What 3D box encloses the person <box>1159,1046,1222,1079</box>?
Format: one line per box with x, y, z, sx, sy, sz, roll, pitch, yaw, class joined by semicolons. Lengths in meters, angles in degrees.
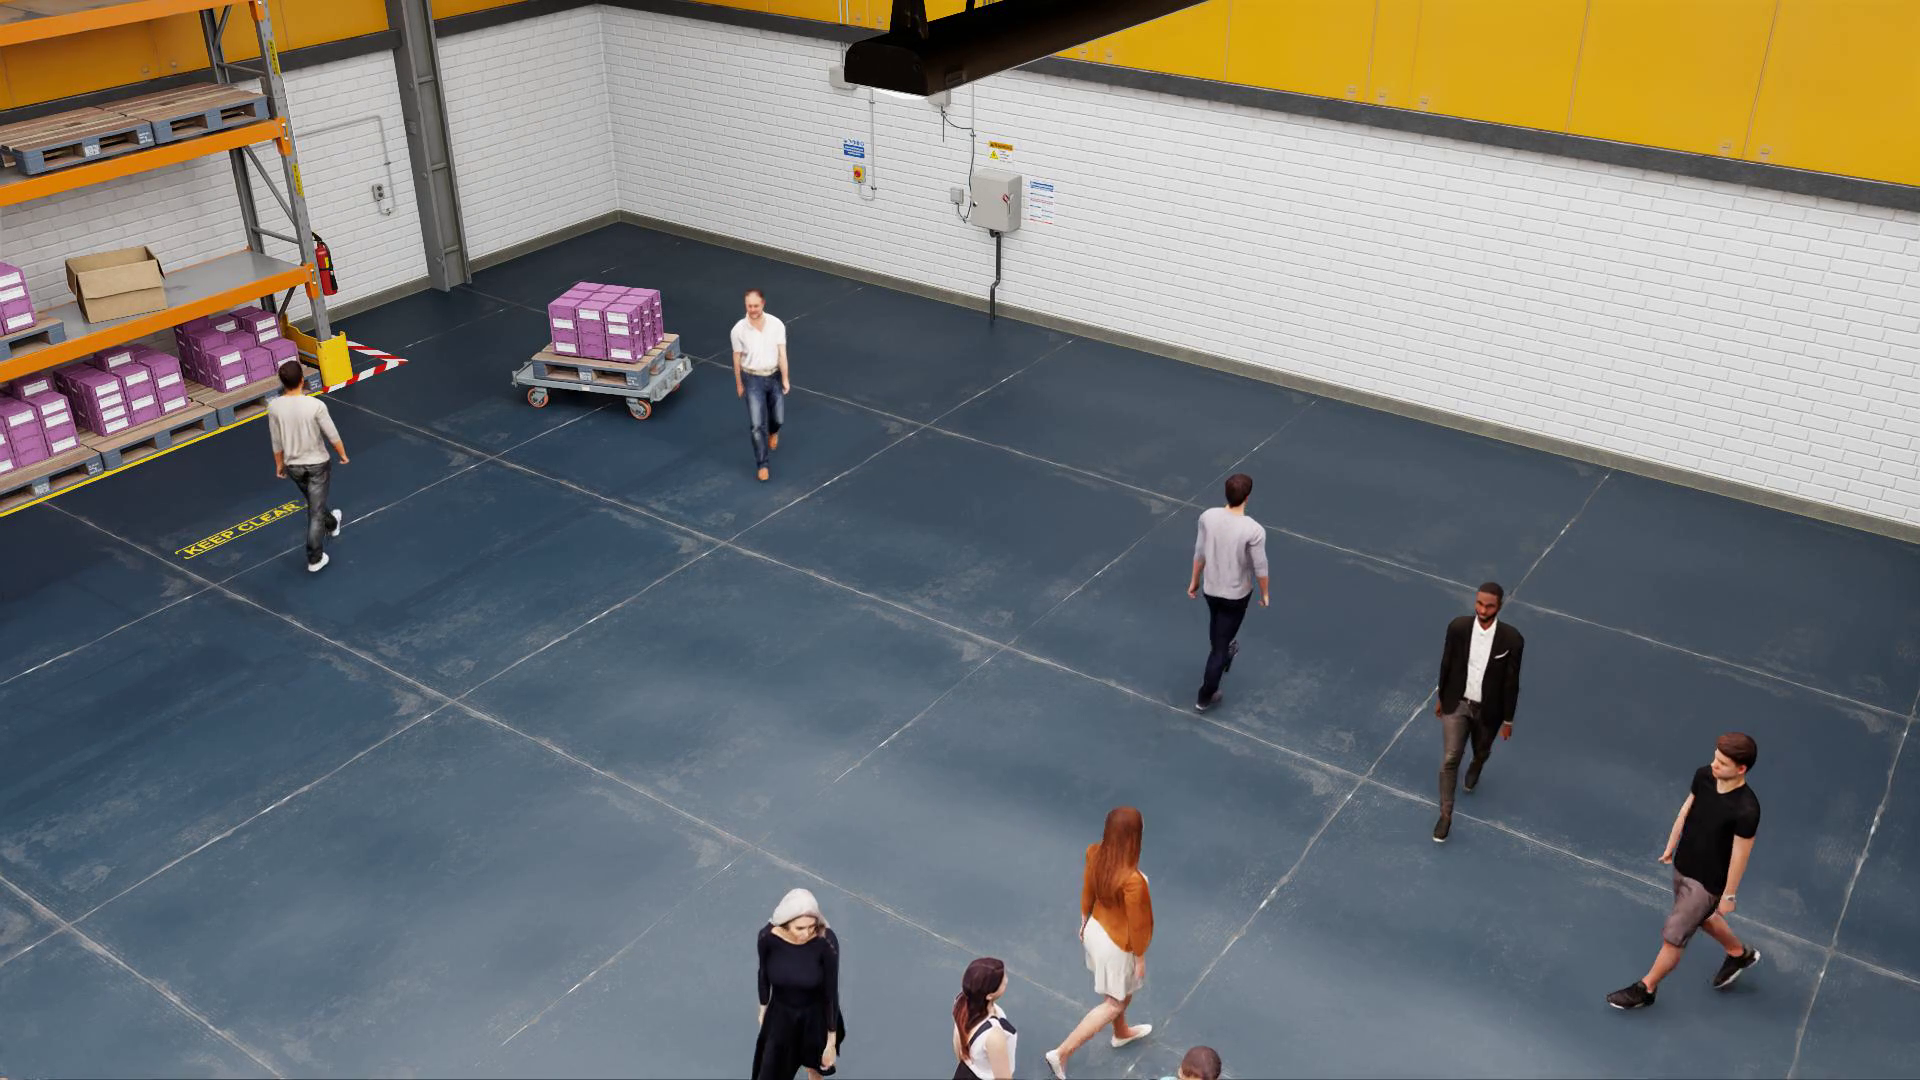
1.011;2.850;7.803;0.761;1.515;0.910;9;30;15;person

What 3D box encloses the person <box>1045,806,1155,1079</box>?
0.757;2.175;8.845;1.096;1.702;0.896;-15;32;-25;person

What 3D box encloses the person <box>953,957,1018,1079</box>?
0.108;2.658;8.015;0.624;1.648;0.631;-17;33;-28;person

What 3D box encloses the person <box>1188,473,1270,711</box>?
1.863;0.404;11.976;0.727;1.813;1.037;20;35;32;person

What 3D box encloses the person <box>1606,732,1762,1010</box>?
4.240;1.856;9.291;1.225;1.835;1.182;-4;29;-7;person

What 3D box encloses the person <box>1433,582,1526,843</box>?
3.368;1.057;10.827;0.778;1.767;1.171;13;31;23;person

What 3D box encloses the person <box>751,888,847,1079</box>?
-0.785;2.390;8.433;0.835;1.720;0.957;2;29;4;person

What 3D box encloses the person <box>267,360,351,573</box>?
-5.441;-0.577;13.824;1.088;1.765;1.229;0;29;-1;person

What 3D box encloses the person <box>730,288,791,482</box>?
-1.832;-1.511;15.466;1.029;1.833;1.102;-4;29;-7;person
